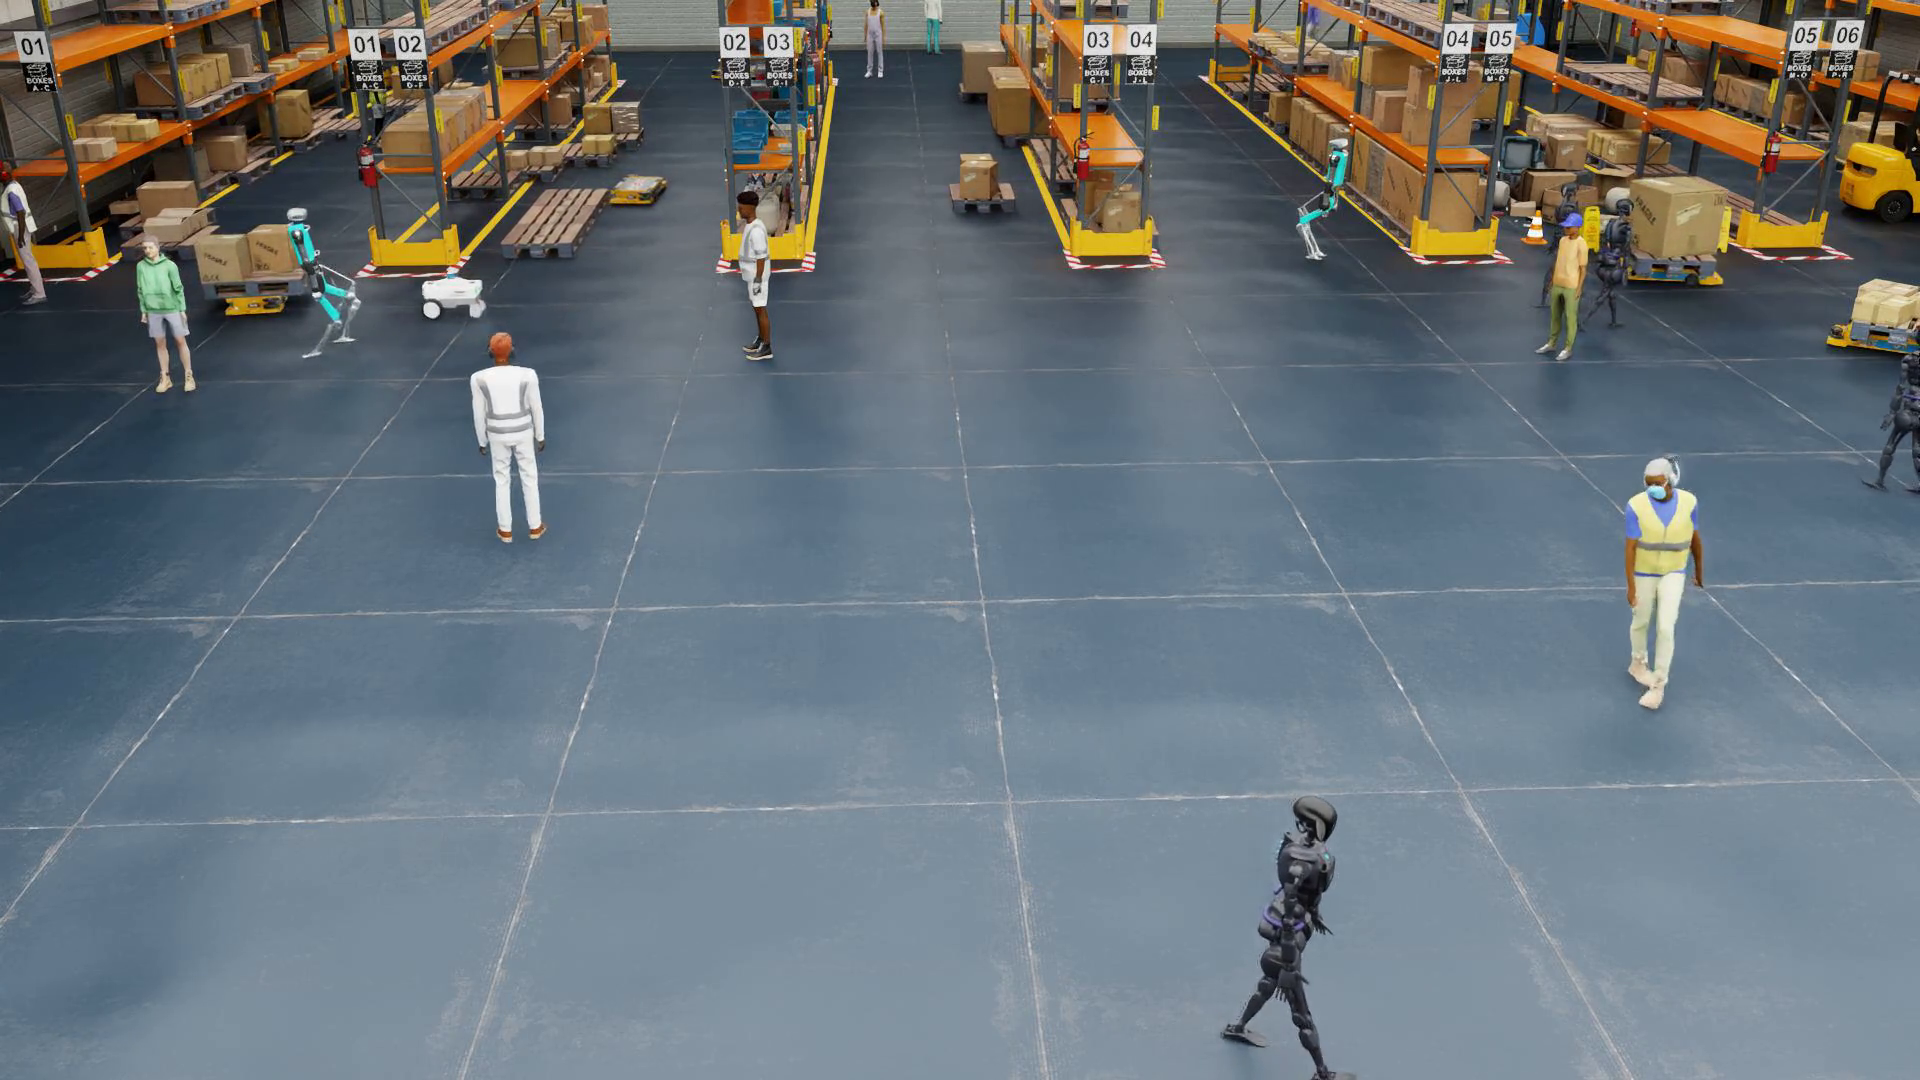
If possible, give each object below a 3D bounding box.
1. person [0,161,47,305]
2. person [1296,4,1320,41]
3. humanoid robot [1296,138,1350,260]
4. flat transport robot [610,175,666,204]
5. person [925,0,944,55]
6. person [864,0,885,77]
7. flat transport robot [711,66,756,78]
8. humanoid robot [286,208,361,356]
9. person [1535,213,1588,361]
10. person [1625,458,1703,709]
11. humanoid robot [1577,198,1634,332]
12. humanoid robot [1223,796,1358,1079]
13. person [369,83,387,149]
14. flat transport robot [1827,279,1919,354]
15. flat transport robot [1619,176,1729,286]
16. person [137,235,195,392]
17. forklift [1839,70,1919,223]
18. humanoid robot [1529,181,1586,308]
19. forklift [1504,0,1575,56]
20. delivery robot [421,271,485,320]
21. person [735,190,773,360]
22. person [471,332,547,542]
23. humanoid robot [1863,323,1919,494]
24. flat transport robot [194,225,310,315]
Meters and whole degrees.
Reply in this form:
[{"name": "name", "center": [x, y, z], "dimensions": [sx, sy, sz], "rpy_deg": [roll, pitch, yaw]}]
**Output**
[{"name": "person", "center": [-12.120, -3.971, 21.457], "dimensions": [0.376, 1.841, 0.571], "rpy_deg": [-14, 28, -29]}, {"name": "person", "center": [8.705, -12.875, 41.585], "dimensions": [0.969, 1.744, 0.609], "rpy_deg": [-5, 25, -12]}, {"name": "humanoid robot", "center": [5.022, -4.794, 23.310], "dimensions": [0.742, 1.689, 0.531], "rpy_deg": [13, 27, 27]}, {"name": "flat transport robot", "center": [-5.312, -5.780, 27.461], "dimensions": [0.659, 0.231, 1.431], "rpy_deg": [1, 24, 1]}, {"name": "person", "center": [-0.667, -13.367, 42.678], "dimensions": [0.524, 1.759, 0.325], "rpy_deg": [17, 29, 34]}, {"name": "person", "center": [-2.022, -11.845, 39.129], "dimensions": [0.504, 1.863, 0.372], "rpy_deg": [5, 25, 11]}, {"name": "flat transport robot", "center": [-5.130, -11.043, 39.287], "dimensions": [1.431, 0.231, 0.659], "rpy_deg": [-1, 24, -2]}, {"name": "humanoid robot", "center": [-7.364, -3.008, 19.469], "dimensions": [0.804, 1.802, 0.565], "rpy_deg": [-8, 25, -18]}, {"name": "person", "center": [7.009, -2.935, 19.284], "dimensions": [0.369, 1.717, 0.451], "rpy_deg": [-11, 26, -23]}, {"name": "person", "center": [4.998, 0.299, 11.876], "dimensions": [0.608, 1.839, 0.778], "rpy_deg": [7, 25, 16]}, {"name": "humanoid robot", "center": [7.946, -3.366, 20.374], "dimensions": [0.804, 1.632, 0.594], "rpy_deg": [-5, 25, -12]}, {"name": "humanoid robot", "center": [1.717, 1.974, 8.354], "dimensions": [0.766, 1.625, 0.603], "rpy_deg": [12, 27, 25]}, {"name": "person", "center": [-10.881, -8.201, 31.152], "dimensions": [0.322, 1.690, 0.532], "rpy_deg": [-4, 24, -9]}, {"name": "flat transport robot", "center": [11.172, -2.377, 19.814], "dimensions": [1.431, 0.231, 0.659], "rpy_deg": [15, 28, 30]}, {"name": "flat transport robot", "center": [9.620, -3.686, 22.754], "dimensions": [1.431, 0.231, 0.659], "rpy_deg": [4, 24, 9]}, {"name": "person", "center": [-8.725, -2.486, 18.246], "dimensions": [0.472, 1.742, 0.336], "rpy_deg": [-3, 24, -6]}, {"name": "forklift", "center": [15.132, -6.143, 25.915], "dimensions": [2.313, 2.155, 1.214], "rpy_deg": [-1, 24, -2]}, {"name": "humanoid robot", "center": [7.740, -3.764, 21.231], "dimensions": [0.699, 1.636, 0.587], "rpy_deg": [3, 24, 6]}, {"name": "forklift", "center": [14.700, -13.805, 42.301], "dimensions": [1.873, 2.768, 1.129], "rpy_deg": [-1, 24, -2]}, {"name": "delivery robot", "center": [-6.451, -3.096, 21.096], "dimensions": [0.814, 0.611, 0.499], "rpy_deg": [-2, 24, -4]}, {"name": "person", "center": [-2.384, -3.077, 19.302], "dimensions": [0.363, 1.963, 0.611], "rpy_deg": [-5, 24, -11]}, {"name": "person", "center": [-3.909, -0.889, 14.491], "dimensions": [0.592, 1.883, 0.338], "rpy_deg": [-5, 24, -11]}, {"name": "humanoid robot", "center": [8.911, -1.224, 15.511], "dimensions": [0.589, 1.644, 0.490], "rpy_deg": [-12, 27, -25]}, {"name": "flat transport robot", "center": [-9.097, -3.214, 21.694], "dimensions": [0.659, 0.231, 1.431], "rpy_deg": [-4, 24, -10]}]
